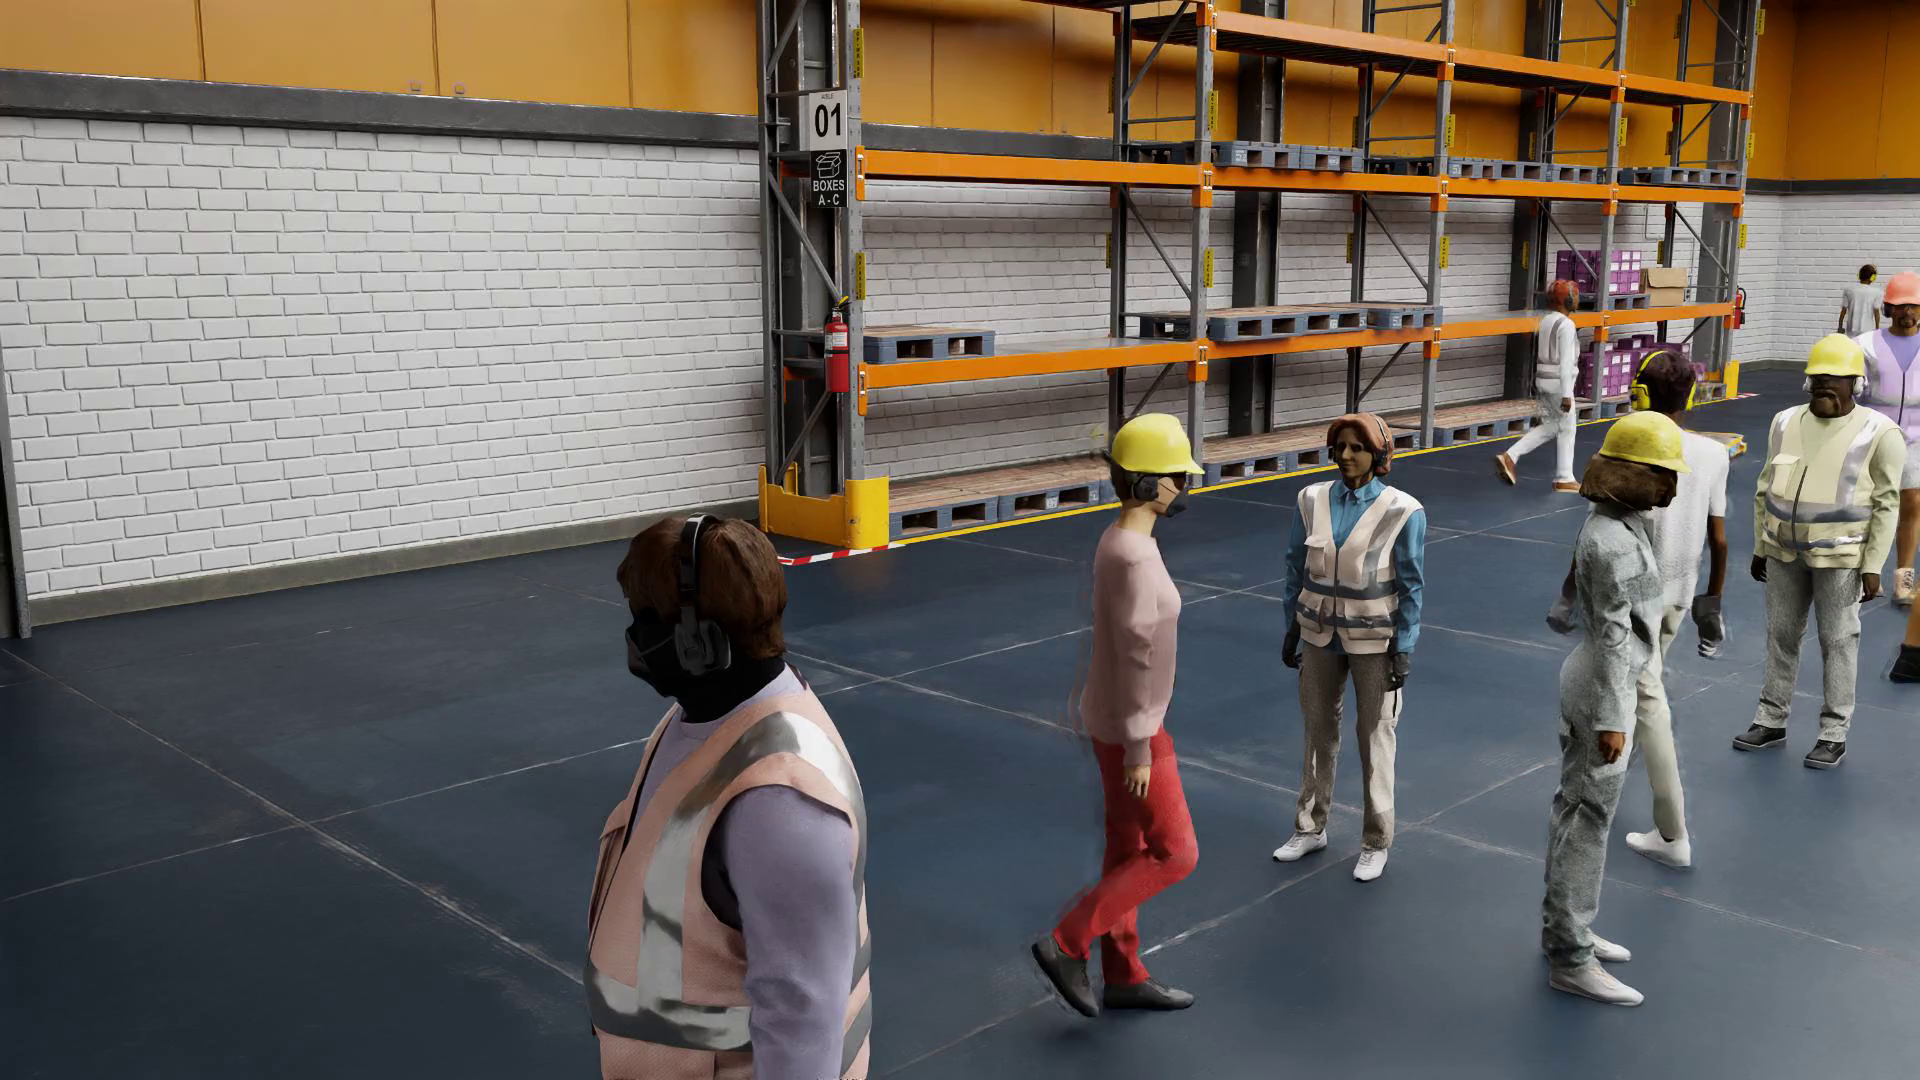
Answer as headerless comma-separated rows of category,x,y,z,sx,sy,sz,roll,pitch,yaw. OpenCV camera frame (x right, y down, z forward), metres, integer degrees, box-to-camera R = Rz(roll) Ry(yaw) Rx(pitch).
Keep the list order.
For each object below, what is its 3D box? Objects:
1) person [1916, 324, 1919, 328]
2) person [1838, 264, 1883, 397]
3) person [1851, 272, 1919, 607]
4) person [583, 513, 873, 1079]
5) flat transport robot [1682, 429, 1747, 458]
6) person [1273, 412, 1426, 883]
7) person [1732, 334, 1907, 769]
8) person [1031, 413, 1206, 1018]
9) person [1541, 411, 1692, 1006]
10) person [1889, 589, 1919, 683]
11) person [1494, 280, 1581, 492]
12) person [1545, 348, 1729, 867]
person,6.713,-0.839,11.782,0.812,1.883,0.603,-1,10,-5
person,12.357,-2.858,22.878,0.527,1.846,0.535,9,14,42
person,5.664,-0.599,10.075,0.647,2.009,0.878,4,11,21
person,-0.356,0.865,2.582,0.430,1.840,0.623,-3,11,-17
flat transport robot,7.433,-0.939,16.696,0.652,0.197,1.431,7,12,33
person,1.368,0.365,5.842,0.514,1.644,0.307,8,13,39
person,3.636,0.045,7.066,0.404,1.833,0.592,-7,13,-34
person,0.482,0.518,4.680,0.407,1.752,0.549,0,10,2
person,1.945,0.482,4.942,0.321,1.737,0.487,4,11,18
person,5.156,-0.193,8.205,0.997,1.885,0.565,-1,10,-4
person,5.130,-1.330,14.492,0.745,1.862,0.583,0,10,-2
person,2.475,0.211,6.163,0.535,1.824,0.935,-3,11,-14
